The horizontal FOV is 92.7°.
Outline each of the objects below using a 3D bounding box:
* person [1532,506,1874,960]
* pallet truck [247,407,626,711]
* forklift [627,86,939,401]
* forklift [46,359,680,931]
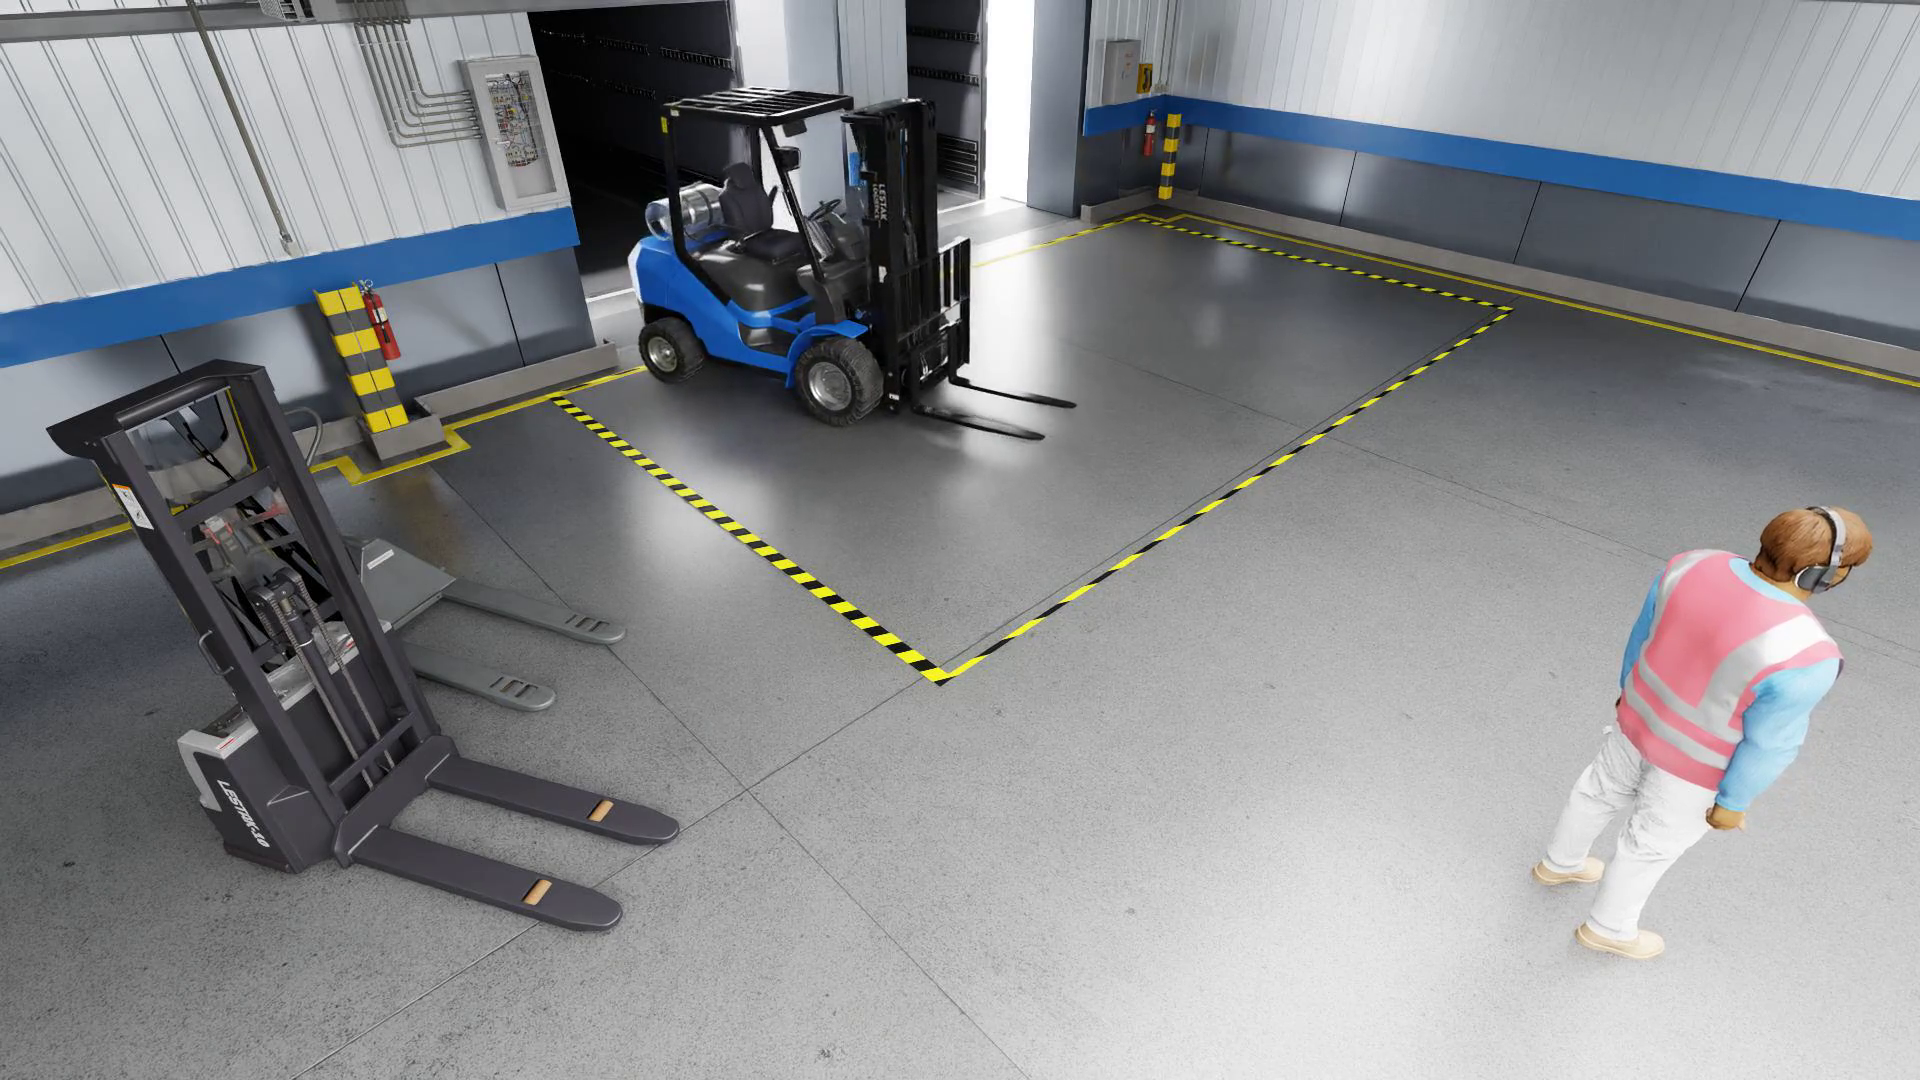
[{"bbox_3d":[2.466,0.679,3.113,0.431,1.844,0.622,0,34,0],"label":"person"},{"bbox_3d":[-2.628,0.038,4.590,1.601,1.201,0.680,12,36,18],"label":"pallet truck"},{"bbox_3d":[-1.362,-2.355,7.117,2.680,2.036,1.157,17,38,23],"label":"forklift"},{"bbox_3d":[-2.135,0.422,3.354,1.885,1.965,0.823,10,35,14],"label":"forklift"}]
